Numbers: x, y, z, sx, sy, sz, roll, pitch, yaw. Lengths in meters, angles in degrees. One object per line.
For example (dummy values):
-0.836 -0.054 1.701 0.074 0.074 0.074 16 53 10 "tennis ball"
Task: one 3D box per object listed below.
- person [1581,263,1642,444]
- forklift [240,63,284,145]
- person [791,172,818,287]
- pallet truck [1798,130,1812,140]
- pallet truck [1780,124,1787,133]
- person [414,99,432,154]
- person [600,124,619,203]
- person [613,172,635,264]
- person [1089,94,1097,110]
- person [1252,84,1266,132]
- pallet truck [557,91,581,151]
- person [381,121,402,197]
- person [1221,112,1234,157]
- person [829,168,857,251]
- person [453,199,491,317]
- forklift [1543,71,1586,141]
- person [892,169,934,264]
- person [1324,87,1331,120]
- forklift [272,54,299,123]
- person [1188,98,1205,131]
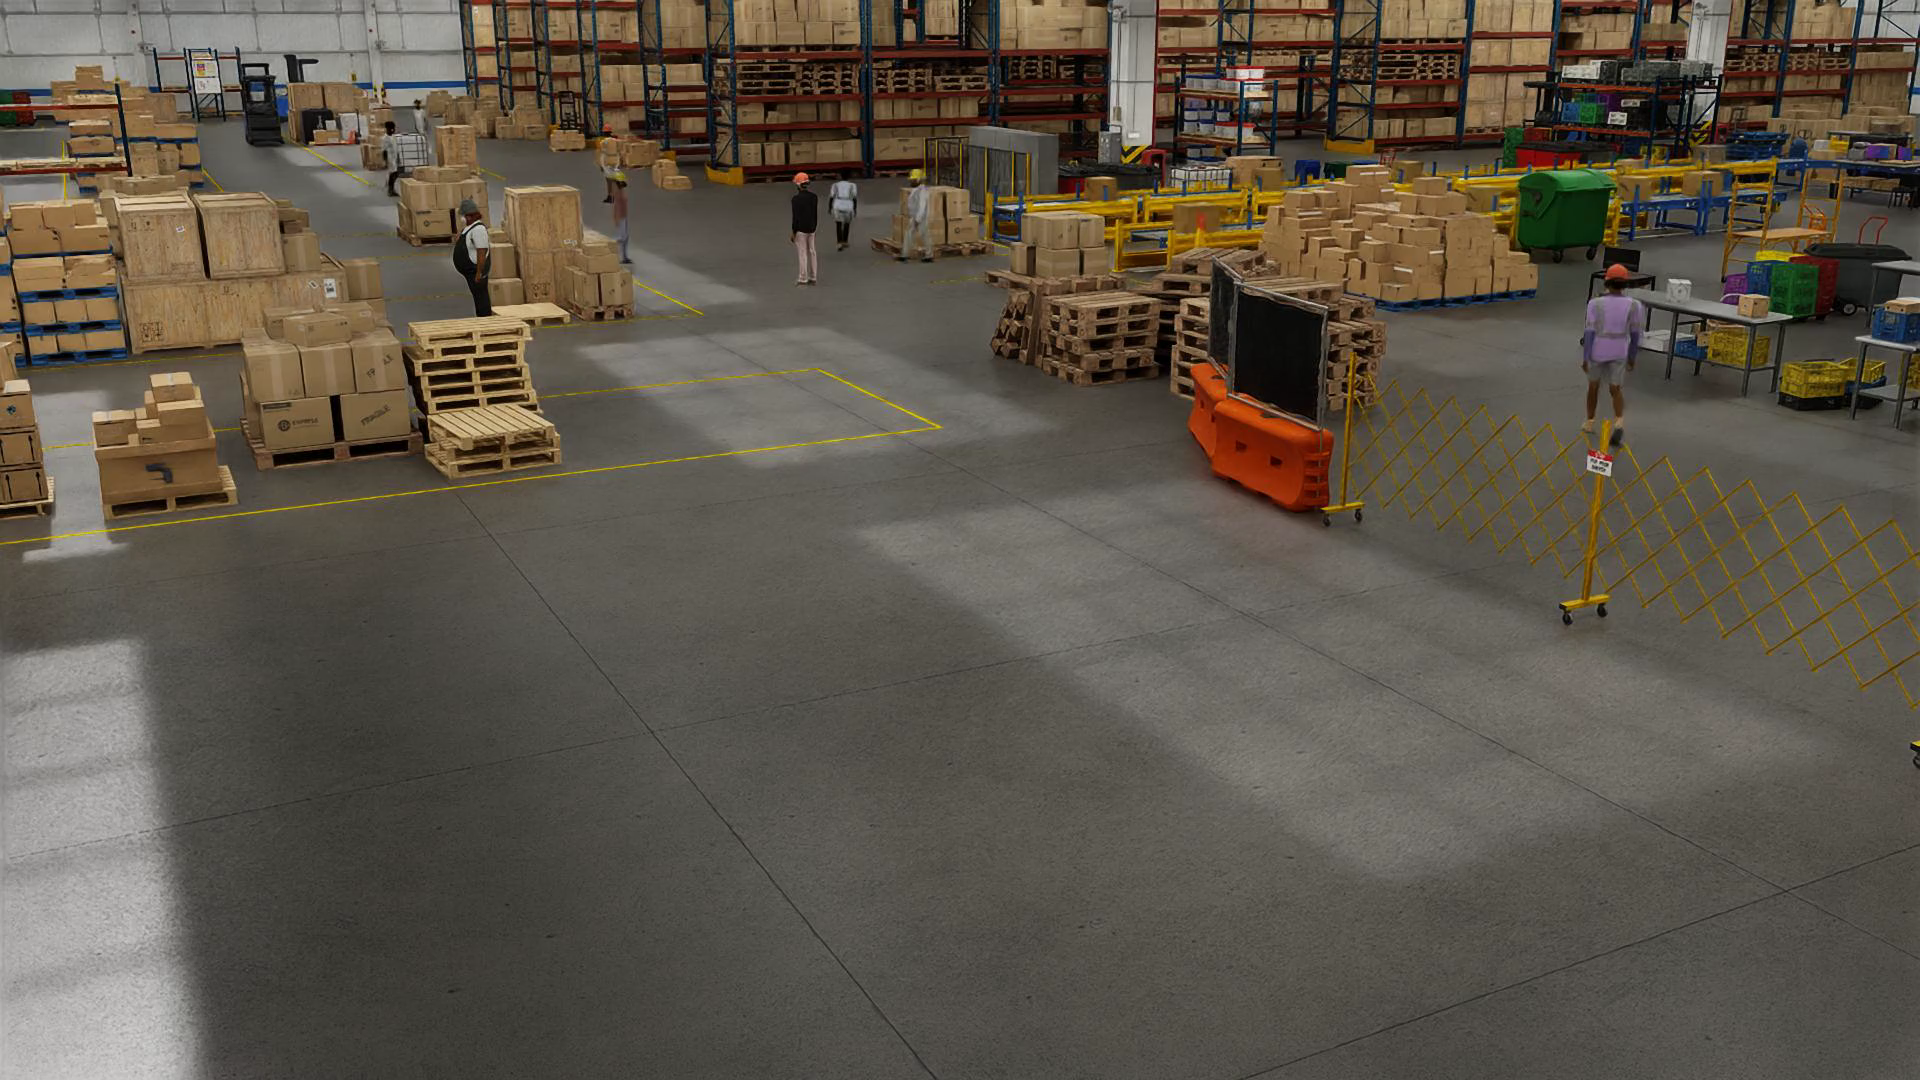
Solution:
7.376 -2.103 18.815 0.619 2.013 0.952 2 18 5 "person"
-25.189 -15.695 59.765 1.129 2.768 1.873 -9 20 -27 "forklift"
-2.746 -5.455 29.270 0.382 1.995 0.612 13 22 35 "person"
25.526 -11.556 49.408 1.630 1.274 0.653 -9 20 -26 "pallet truck"
25.206 -12.542 52.601 1.601 1.201 0.680 0 18 -2 "pallet truck"
-17.773 -13.626 54.989 0.521 1.854 0.651 10 20 28 "person"
-8.832 -9.481 41.913 0.359 1.938 0.545 14 23 37 "person"
-6.529 -6.155 31.847 0.468 1.755 0.525 0 18 1 "person"
5.368 -17.864 68.524 0.542 1.645 0.881 -3 18 -9 "person"
11.827 -17.003 65.433 0.869 1.882 0.592 -2 18 -5 "person"
-13.495 -14.412 57.188 0.823 1.965 1.885 -3 18 -9 "pallet truck"
-14.691 -9.841 43.022 0.470 1.949 0.631 0 18 0 "person"
8.347 -12.437 51.540 0.536 1.678 0.630 11 21 31 "person"
-2.378 -6.707 33.739 0.596 1.644 0.884 1 18 3 "person"
-7.293 -4.073 24.886 0.536 2.000 0.676 -8 19 -23 "person"
18.685 -13.231 52.085 1.873 2.768 1.129 -9 20 -26 "forklift"
-0.886 -6.176 31.837 0.859 1.786 0.608 -8 20 -24 "person"
15.103 -17.757 68.204 0.541 1.621 0.517 -10 20 -29 "person"
-28.267 -19.158 70.562 1.873 2.768 1.129 -9 20 -26 "forklift"
8.823 -16.011 62.339 0.644 1.904 0.967 8 19 23 "person"
